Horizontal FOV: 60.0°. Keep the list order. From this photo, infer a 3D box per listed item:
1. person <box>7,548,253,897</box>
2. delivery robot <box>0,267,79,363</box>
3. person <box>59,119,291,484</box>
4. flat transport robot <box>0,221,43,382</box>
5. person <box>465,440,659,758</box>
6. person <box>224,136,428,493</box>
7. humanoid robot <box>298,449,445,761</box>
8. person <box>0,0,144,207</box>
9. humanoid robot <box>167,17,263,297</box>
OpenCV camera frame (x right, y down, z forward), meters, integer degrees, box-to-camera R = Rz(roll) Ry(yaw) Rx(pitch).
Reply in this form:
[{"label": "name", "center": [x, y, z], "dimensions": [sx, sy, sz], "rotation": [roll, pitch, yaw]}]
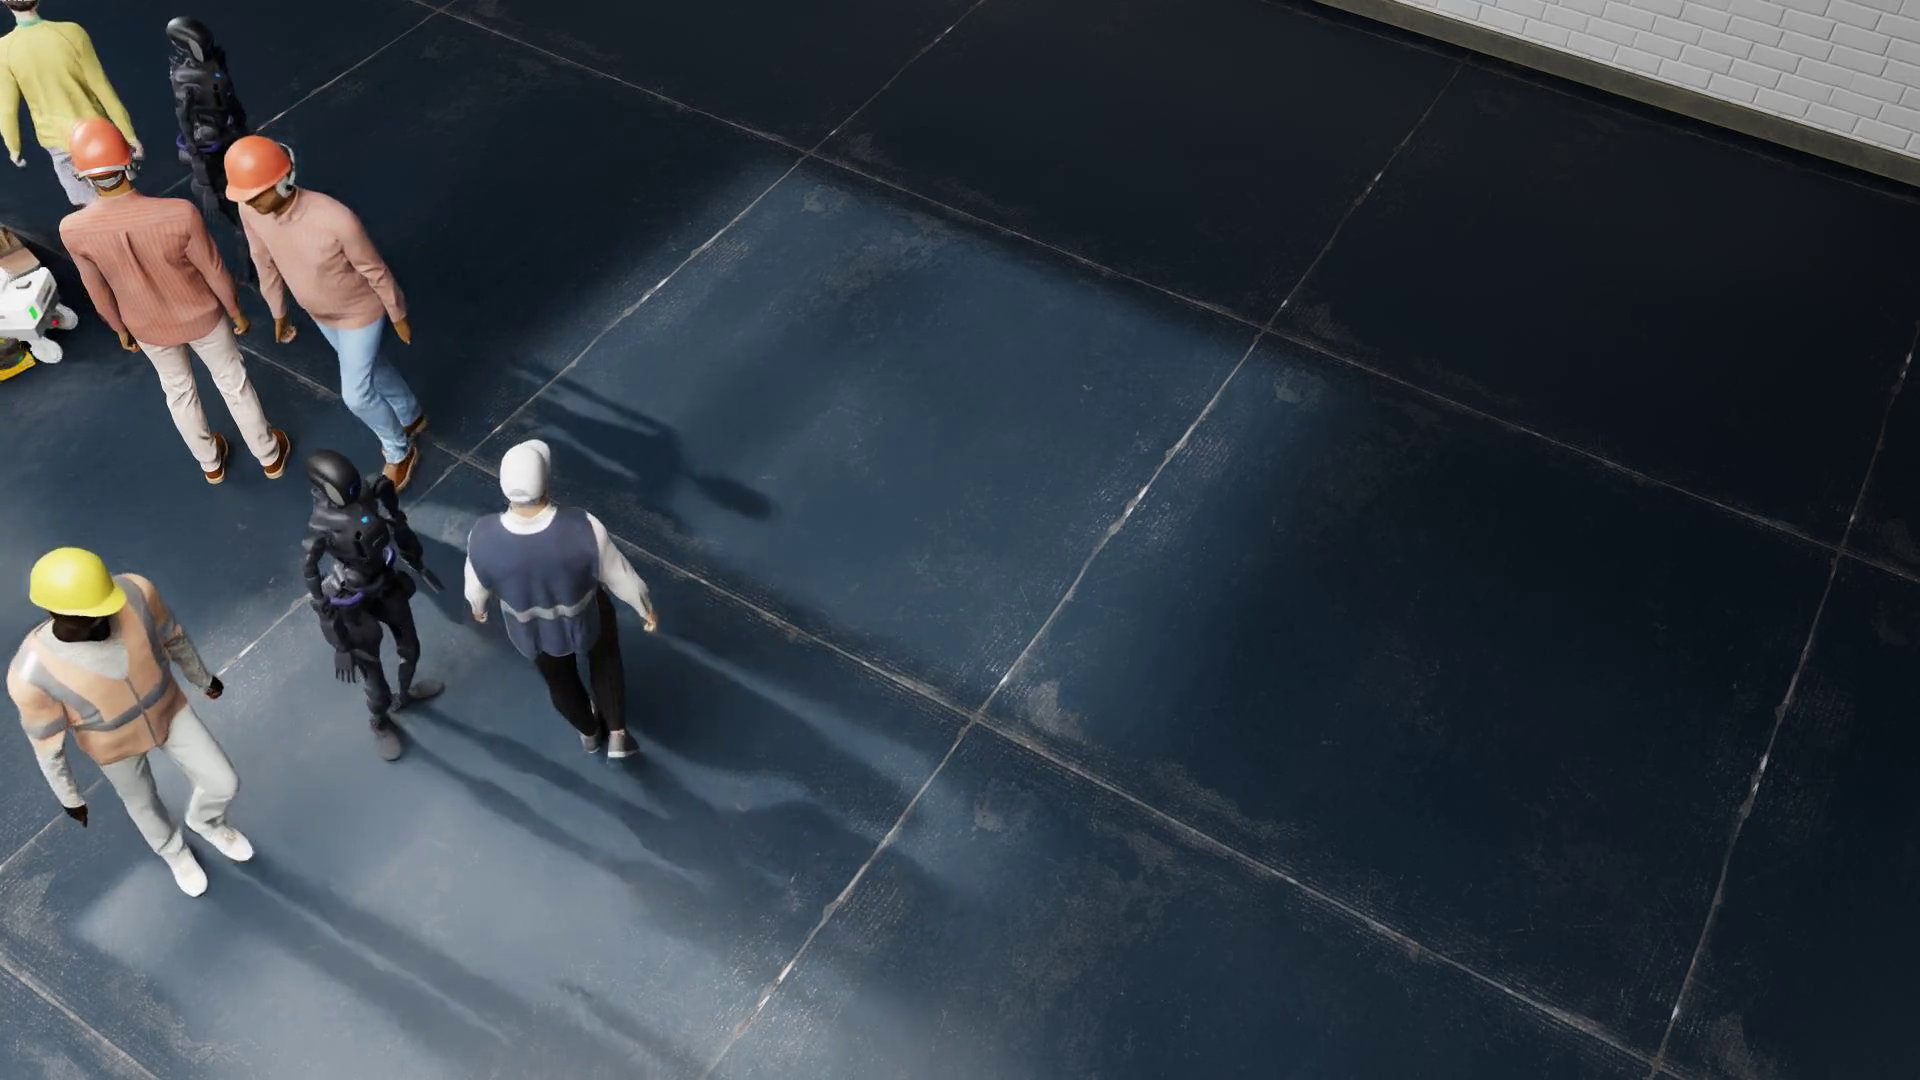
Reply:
[{"label": "person", "center": [-3.041, 0.697, 6.120], "dimensions": [0.485, 1.898, 0.726], "rotation": [29, 55, 23]}, {"label": "delivery robot", "center": [-5.081, -1.206, 8.672], "dimensions": [0.768, 0.583, 0.499], "rotation": [-2, 49, -2]}, {"label": "person", "center": [-3.574, -1.035, 7.584], "dimensions": [0.611, 1.987, 0.401], "rotation": [-8, 49, -7]}, {"label": "flat transport robot", "center": [-5.560, -1.184, 8.850], "dimensions": [0.659, 0.231, 1.431], "rotation": [-36, 58, -27]}, {"label": "person", "center": [-1.572, 0.286, 6.589], "dimensions": [0.719, 1.742, 0.476], "rotation": [-10, 50, -8]}, {"label": "person", "center": [-2.859, -1.039, 7.599], "dimensions": [0.634, 1.955, 0.672], "rotation": [20, 52, 17]}, {"label": "humanoid robot", "center": [-2.374, 0.231, 6.682], "dimensions": [0.362, 1.644, 0.590], "rotation": [18, 51, 15]}, {"label": "person", "center": [-4.643, -2.134, 8.638], "dimensions": [0.604, 1.828, 0.961], "rotation": [-26, 54, -21]}, {"label": "humanoid robot", "center": [-3.812, -1.997, 8.631], "dimensions": [0.385, 1.628, 0.608], "rotation": [3, 49, 3]}]
